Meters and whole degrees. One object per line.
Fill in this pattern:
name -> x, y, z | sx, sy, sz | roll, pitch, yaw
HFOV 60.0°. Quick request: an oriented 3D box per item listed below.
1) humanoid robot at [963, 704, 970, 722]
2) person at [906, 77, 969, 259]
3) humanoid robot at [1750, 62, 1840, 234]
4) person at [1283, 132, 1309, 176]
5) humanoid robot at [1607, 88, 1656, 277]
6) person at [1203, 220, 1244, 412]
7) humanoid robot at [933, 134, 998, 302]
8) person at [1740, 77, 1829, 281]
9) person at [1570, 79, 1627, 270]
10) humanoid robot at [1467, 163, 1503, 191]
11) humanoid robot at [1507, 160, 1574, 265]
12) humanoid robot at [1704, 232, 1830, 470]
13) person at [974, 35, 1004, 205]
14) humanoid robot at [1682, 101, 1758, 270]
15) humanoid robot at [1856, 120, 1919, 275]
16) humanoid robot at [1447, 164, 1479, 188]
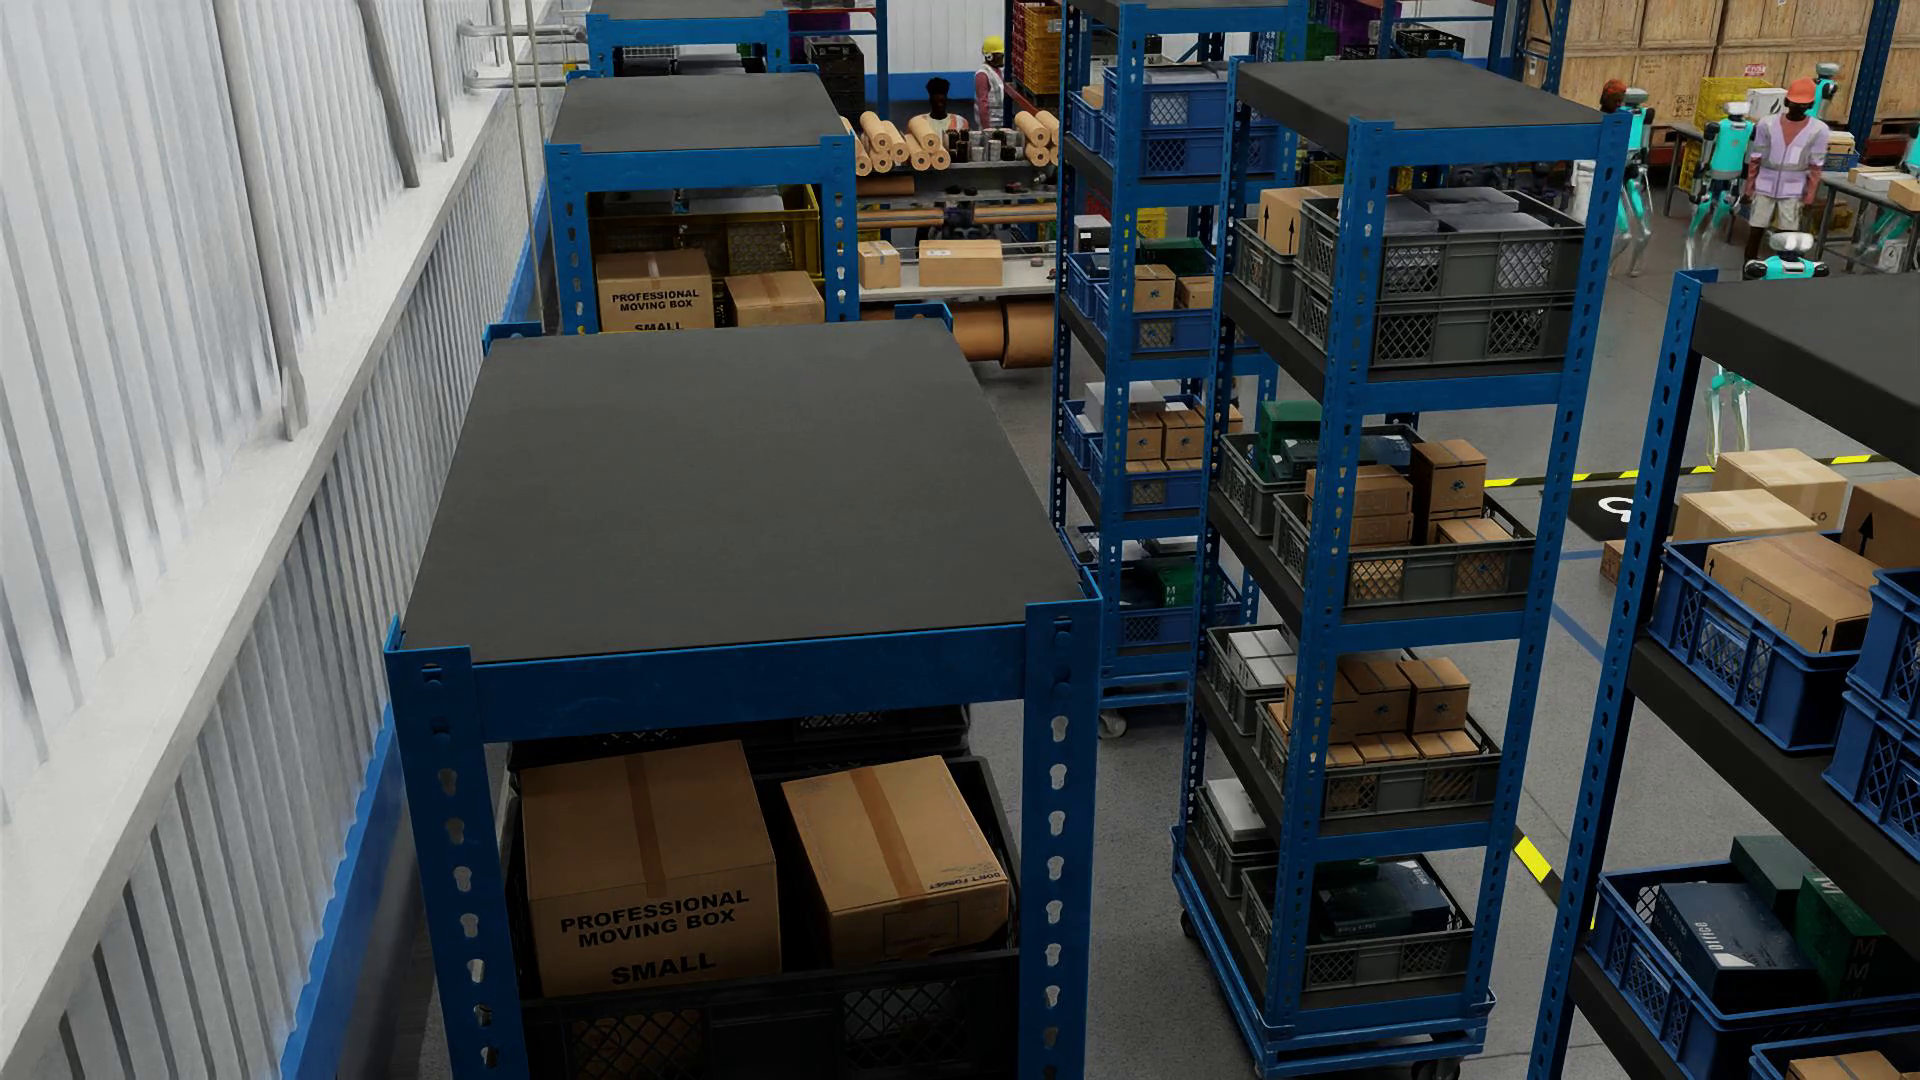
humanoid robot -> -0.080, 0.351, 7.847 | 0.615, 1.643, 0.336 | -7, 26, -15
person -> -0.202, -3.298, 15.438 | 0.604, 1.966, 0.374 | -5, 25, -12
humanoid robot -> 8.641, -4.105, 17.477 | 0.825, 1.780, 0.586 | 5, 25, 11
person -> 3.229, -3.719, 16.499 | 0.429, 1.841, 0.635 | 5, 25, 12
humanoid robot -> 6.402, -3.362, 15.815 | 0.530, 1.762, 0.671 | -7, 26, -15
person -> 1.716, -1.205, 11.027 | 0.395, 1.850, 0.589 | -3, 25, -7
humanoid robot -> 0.050, -2.737, 14.623 | 0.599, 1.660, 0.606 | 1, 25, 1
person -> 7.425, -3.157, 15.063 | 0.604, 2.034, 0.403 | 15, 29, 29
person -> 6.057, -3.425, 15.828 | 0.592, 1.875, 0.421 | -4, 25, -8
humanoid robot -> 4.496, -2.736, 14.554 | 0.353, 1.655, 0.610 | -11, 27, -23
humanoid robot -> 5.230, -3.002, 15.130 | 0.601, 1.646, 0.346 | 9, 26, 19
humanoid robot -> 5.350, -1.314, 11.232 | 0.533, 1.681, 0.735 | 1, 25, 2
person -> 0.368, -4.720, 18.686 | 0.403, 1.834, 0.588 | 8, 26, 16
humanoid robot -> 7.089, -3.291, 15.793 | 0.533, 1.820, 0.818 | 0, 25, 0
humanoid robot -> 8.523, -3.045, 15.244 | 0.787, 1.849, 0.531 | -5, 25, -12
humanoid robot -> 4.267, -2.657, 14.389 | 0.332, 1.652, 0.591 | 0, 25, 1
